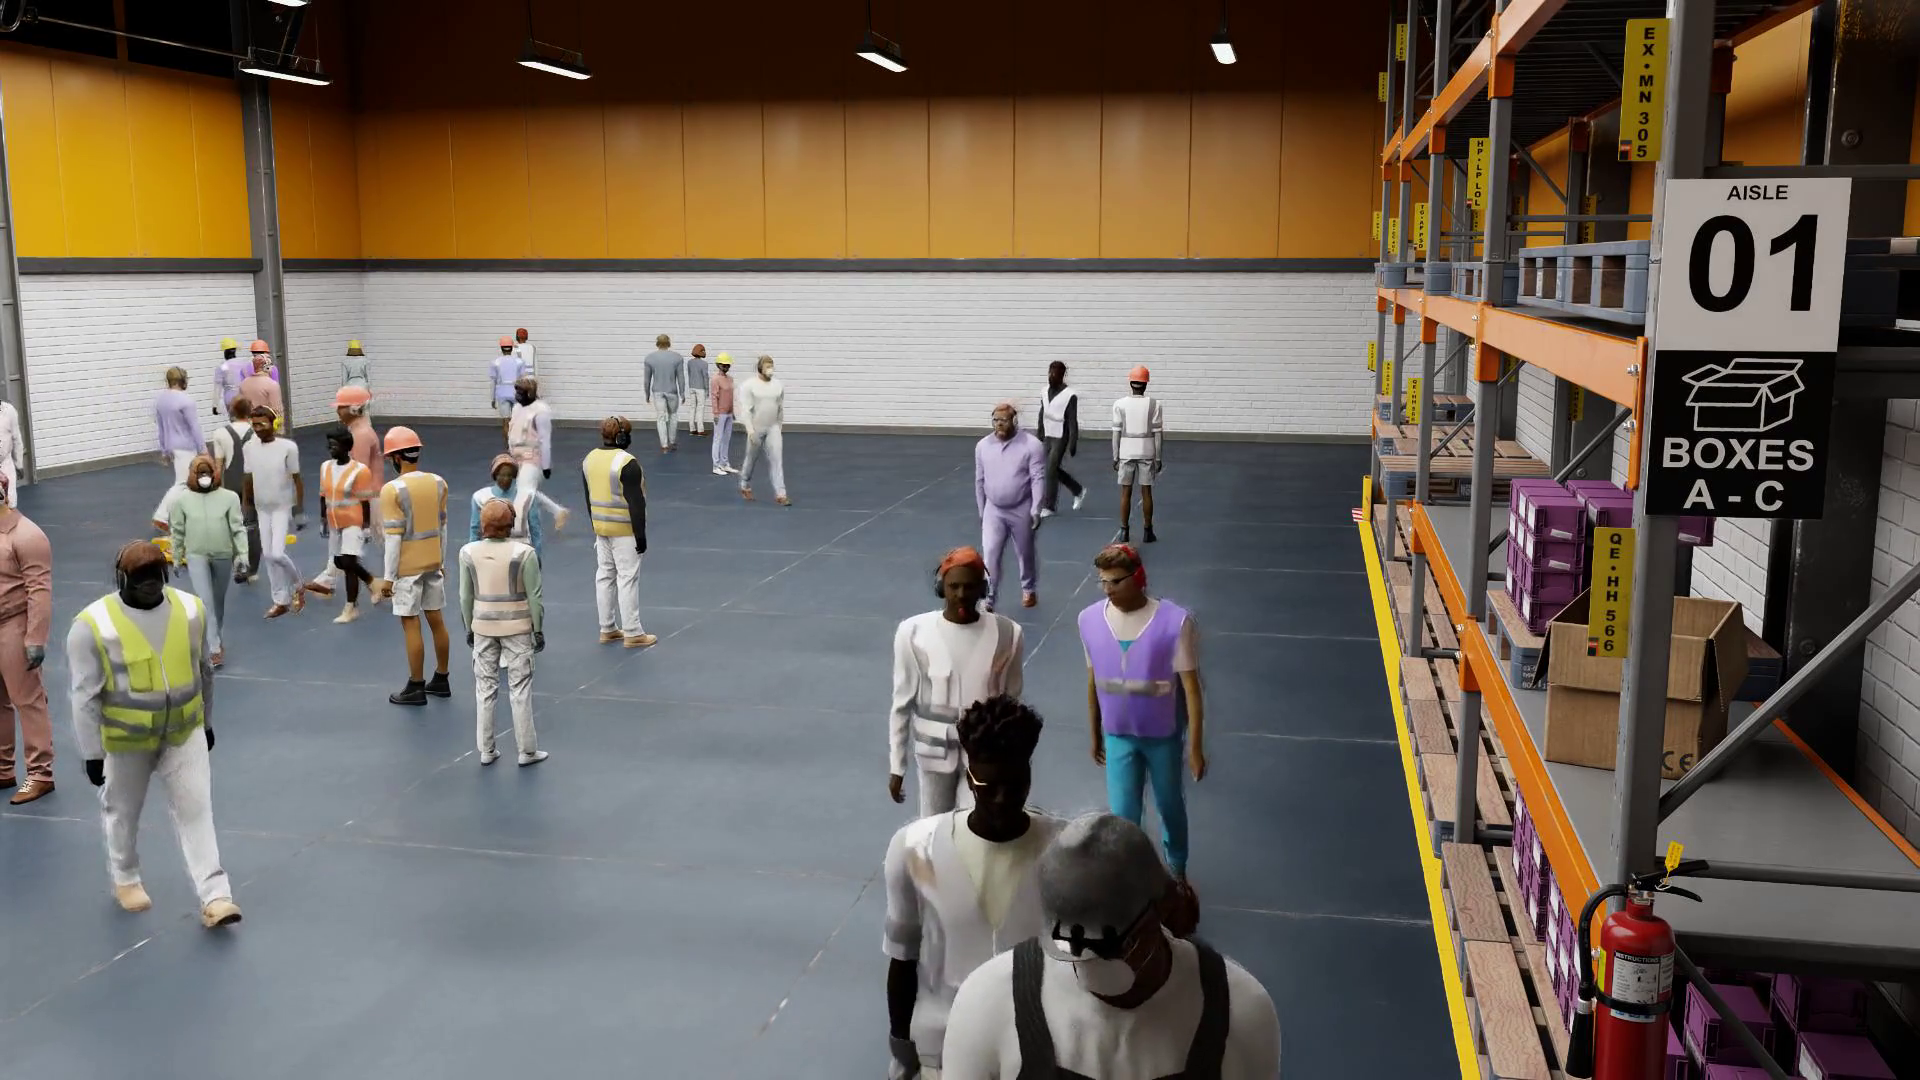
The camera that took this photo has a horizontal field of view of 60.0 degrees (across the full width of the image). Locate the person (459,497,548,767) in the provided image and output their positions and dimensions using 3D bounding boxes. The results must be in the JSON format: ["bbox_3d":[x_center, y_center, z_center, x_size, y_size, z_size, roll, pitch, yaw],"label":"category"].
[{"bbox_3d":[-2.756,0.558,10.040,0.521,1.645,0.306,1,10,8],"label":"person"}]

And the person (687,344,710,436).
[{"bbox_3d":[-4.637,-2.661,29.500,0.494,1.624,0.279,7,12,37],"label":"person"}]

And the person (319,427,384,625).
[{"bbox_3d":[-5.190,-0.151,14.255,0.531,1.674,0.674,4,10,25],"label":"person"}]

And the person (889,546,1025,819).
[{"bbox_3d":[-0.010,0.924,7.258,0.581,1.854,0.935,0,9,0],"label":"person"}]

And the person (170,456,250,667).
[{"bbox_3d":[-5.726,0.141,12.718,0.516,1.583,0.852,-6,11,-33],"label":"person"}]

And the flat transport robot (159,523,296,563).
[{"bbox_3d":[-7.749,0.018,17.422,0.652,0.197,1.431,4,10,24],"label":"flat transport robot"}]

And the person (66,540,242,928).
[{"bbox_3d":[-3.689,0.891,7.605,0.970,1.788,0.659,9,13,43],"label":"person"}]

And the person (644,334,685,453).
[{"bbox_3d":[-4.789,-2.384,26.981,0.661,1.902,0.926,-1,10,-9],"label":"person"}]

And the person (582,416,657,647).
[{"bbox_3d":[-2.702,-0.069,13.230,0.626,1.844,0.429,7,12,38],"label":"person"}]

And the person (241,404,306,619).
[{"bbox_3d":[-5.905,-0.239,14.234,0.505,1.847,0.383,2,10,13],"label":"person"}]

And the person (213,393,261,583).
[{"bbox_3d":[-6.725,-0.462,15.651,0.505,1.827,0.612,-4,10,-21],"label":"person"}]

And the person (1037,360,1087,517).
[{"bbox_3d":[1.222,-1.236,20.121,0.826,1.892,0.593,-6,11,-33],"label":"person"}]

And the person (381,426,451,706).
[{"bbox_3d":[-3.780,0.178,11.480,0.373,1.928,0.543,5,11,27],"label":"person"}]

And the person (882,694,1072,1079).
[{"bbox_3d":[0.102,1.328,4.520,0.614,1.947,0.711,0,9,2],"label":"person"}]

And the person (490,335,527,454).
[{"bbox_3d":[-7.127,-2.272,26.285,0.579,1.909,0.806,-3,10,-16],"label":"person"}]

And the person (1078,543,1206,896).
[{"bbox_3d":[0.871,0.880,7.688,0.649,1.793,0.903,5,11,27],"label":"person"}]

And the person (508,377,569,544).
[{"bbox_3d":[-4.623,-0.872,18.128,0.723,1.818,0.626,-8,12,-38],"label":"person"}]

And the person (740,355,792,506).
[{"bbox_3d":[-2.501,-1.393,21.080,0.626,1.899,1.025,-6,11,-32],"label":"person"}]

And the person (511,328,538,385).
[{"bbox_3d":[-7.882,-2.884,30.064,0.355,1.883,0.575,8,12,39],"label":"person"}]

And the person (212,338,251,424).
[{"bbox_3d":[-11.132,-2.119,25.383,0.778,1.899,0.615,7,11,34],"label":"person"}]

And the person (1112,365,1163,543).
[{"bbox_3d":[1.936,-0.934,18.149,0.551,1.936,0.357,1,10,9],"label":"person"}]

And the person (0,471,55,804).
[{"bbox_3d":[-5.430,0.535,9.391,0.639,1.910,0.406,4,10,20],"label":"person"}]

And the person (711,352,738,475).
[{"bbox_3d":[-3.405,-1.826,24.048,0.311,1.765,0.534,4,10,22],"label":"person"}]

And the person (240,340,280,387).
[{"bbox_3d":[-10.163,-1.942,24.231,0.549,1.934,0.374,-1,9,-3],"label":"person"}]

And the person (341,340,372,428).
[{"bbox_3d":[-10.354,-2.566,28.574,0.493,1.741,0.315,-3,10,-18],"label":"person"}]

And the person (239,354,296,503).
[{"bbox_3d":[-8.750,-1.394,21.011,0.636,1.911,0.406,5,10,26],"label":"person"}]

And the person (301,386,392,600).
[{"bbox_3d":[-5.459,-0.401,14.907,1.005,1.939,0.649,-5,11,-27],"label":"person"}]

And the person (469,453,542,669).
[{"bbox_3d":[-3.457,0.135,12.638,0.540,1.619,0.489,-4,10,-22],"label":"person"}]

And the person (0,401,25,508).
[{"bbox_3d":[-10.057,-0.753,17.264,0.679,1.869,0.911,-7,12,-38],"label":"person"}]

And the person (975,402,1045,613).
[{"bbox_3d":[0.437,-0.272,14.428,0.654,1.858,1.008,3,10,15],"label":"person"}]

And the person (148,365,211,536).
[{"bbox_3d":[-8.793,-1.014,18.738,0.639,1.908,0.941,8,12,39],"label":"person"}]
